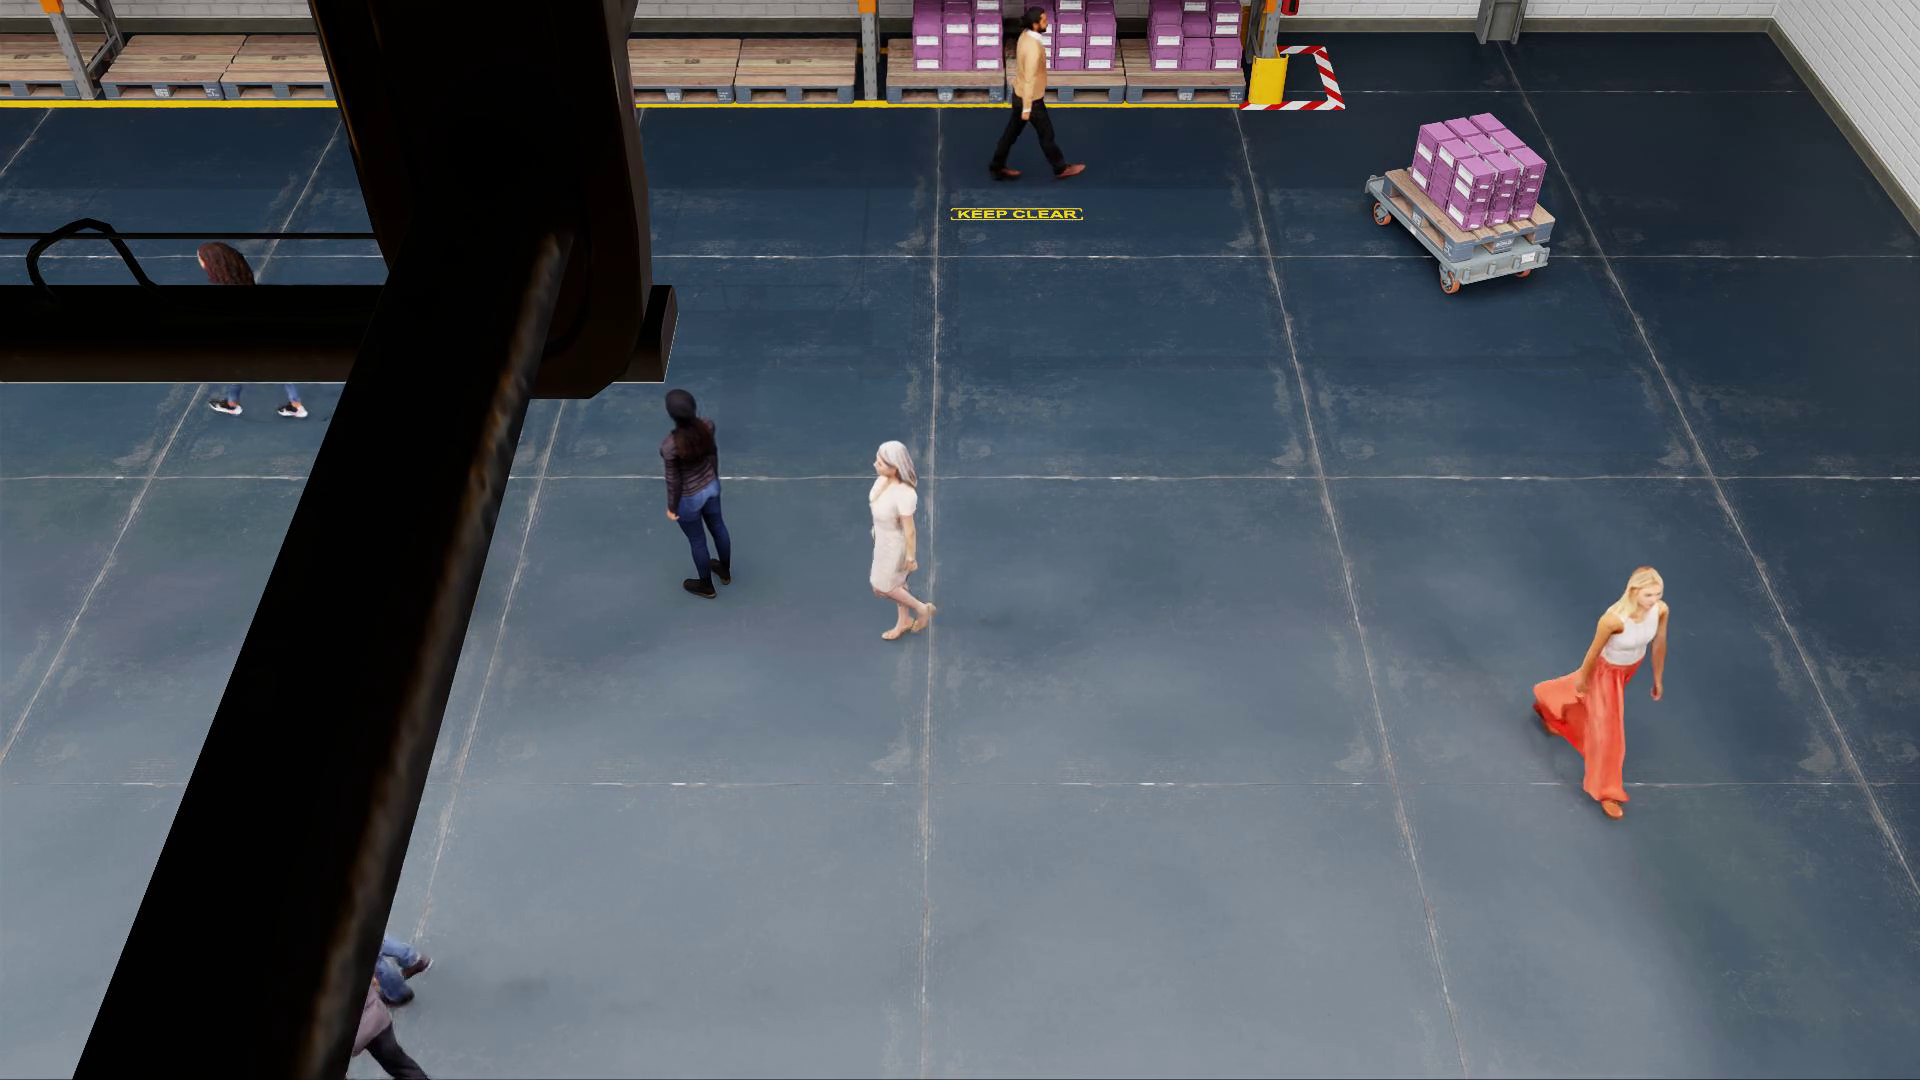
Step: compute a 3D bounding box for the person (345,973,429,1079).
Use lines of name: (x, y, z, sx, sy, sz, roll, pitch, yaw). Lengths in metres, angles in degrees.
person: (-2.999, 2.472, 8.360, 1.227, 1.808, 1.045, 17, 46, 17)

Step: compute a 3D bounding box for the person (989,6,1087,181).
person: (0.562, -4.051, 15.279, 1.160, 1.710, 0.745, -4, 44, -4)

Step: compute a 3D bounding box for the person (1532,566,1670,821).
person: (3.935, 0.761, 10.196, 1.275, 1.753, 1.031, -15, 46, -15)

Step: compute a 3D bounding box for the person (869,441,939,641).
person: (-0.344, 0.013, 11.001, 0.760, 1.725, 0.676, -10, 44, -10)

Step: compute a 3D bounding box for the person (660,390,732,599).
person: (-1.788, -0.316, 11.325, 0.733, 1.756, 0.692, 30, 51, 28)

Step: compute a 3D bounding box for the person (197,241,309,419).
person: (-5.391, -1.572, 12.767, 1.033, 1.585, 0.728, 9, 44, 9)
